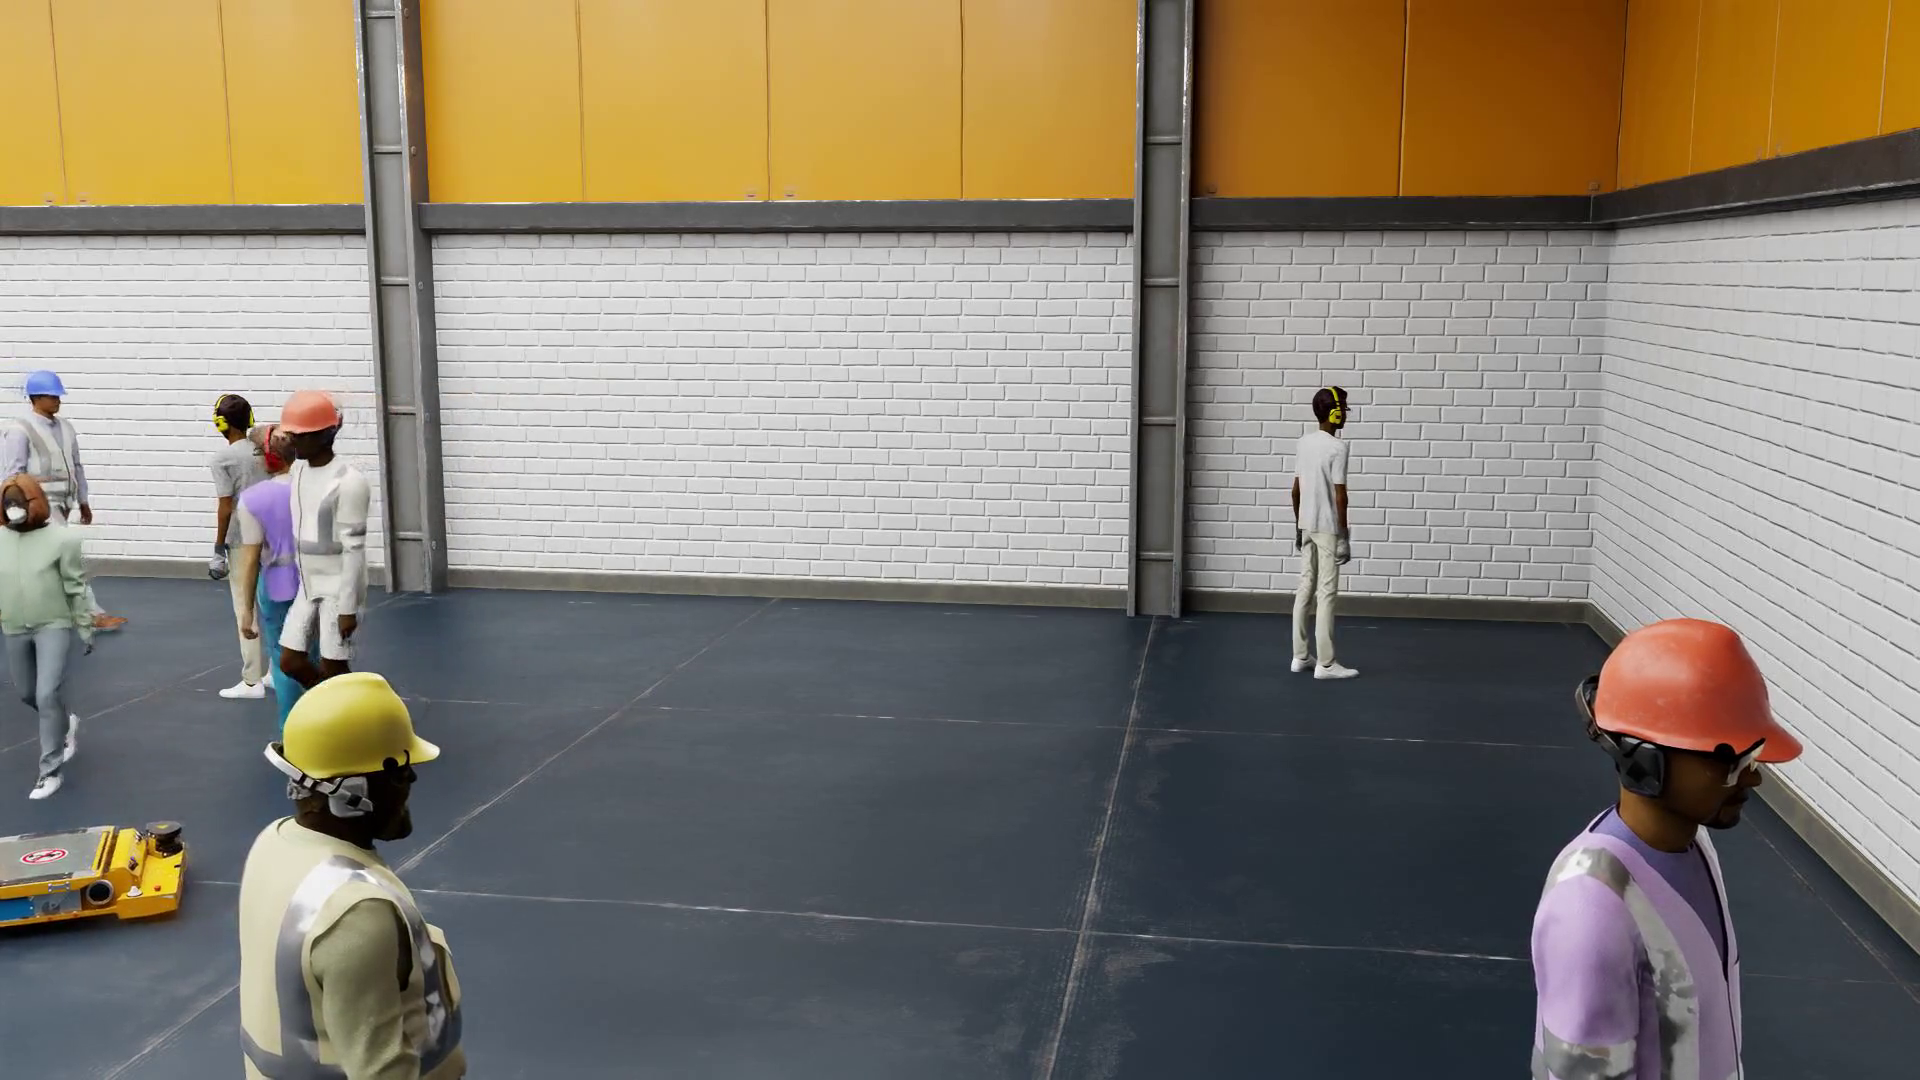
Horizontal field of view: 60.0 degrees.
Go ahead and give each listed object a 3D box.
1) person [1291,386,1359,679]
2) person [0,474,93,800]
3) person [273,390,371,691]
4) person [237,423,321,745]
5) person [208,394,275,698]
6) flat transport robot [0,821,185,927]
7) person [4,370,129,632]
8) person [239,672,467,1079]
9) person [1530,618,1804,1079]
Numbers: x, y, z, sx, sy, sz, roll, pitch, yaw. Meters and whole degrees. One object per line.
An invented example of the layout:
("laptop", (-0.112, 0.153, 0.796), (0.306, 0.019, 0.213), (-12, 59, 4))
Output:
("person", (2.333, -0.050, 10.682), (0.335, 1.873, 0.519), (-4, 10, -25))
("person", (-4.667, 0.445, 8.456), (0.510, 1.609, 0.745), (-1, 9, -5))
("person", (-3.198, 0.254, 8.345), (0.643, 2.018, 0.446), (8, 12, 39))
("person", (-3.514, 0.291, 8.794), (0.483, 1.850, 0.622), (9, 13, 43))
("person", (-4.361, 0.040, 10.150), (0.327, 1.865, 0.519), (4, 10, 21))
("flat transport robot", (-3.929, 1.393, 6.700), (1.431, 0.197, 0.652), (-4, 10, -22))
("person", (-6.563, -0.275, 11.996), (1.031, 1.896, 0.621), (1, 9, 6))
("person", (-1.193, 1.163, 3.319), (0.403, 1.830, 0.601), (-7, 12, -37))
("person", (1.171, 1.134, 2.846), (0.376, 2.042, 0.615), (6, 11, 34))
